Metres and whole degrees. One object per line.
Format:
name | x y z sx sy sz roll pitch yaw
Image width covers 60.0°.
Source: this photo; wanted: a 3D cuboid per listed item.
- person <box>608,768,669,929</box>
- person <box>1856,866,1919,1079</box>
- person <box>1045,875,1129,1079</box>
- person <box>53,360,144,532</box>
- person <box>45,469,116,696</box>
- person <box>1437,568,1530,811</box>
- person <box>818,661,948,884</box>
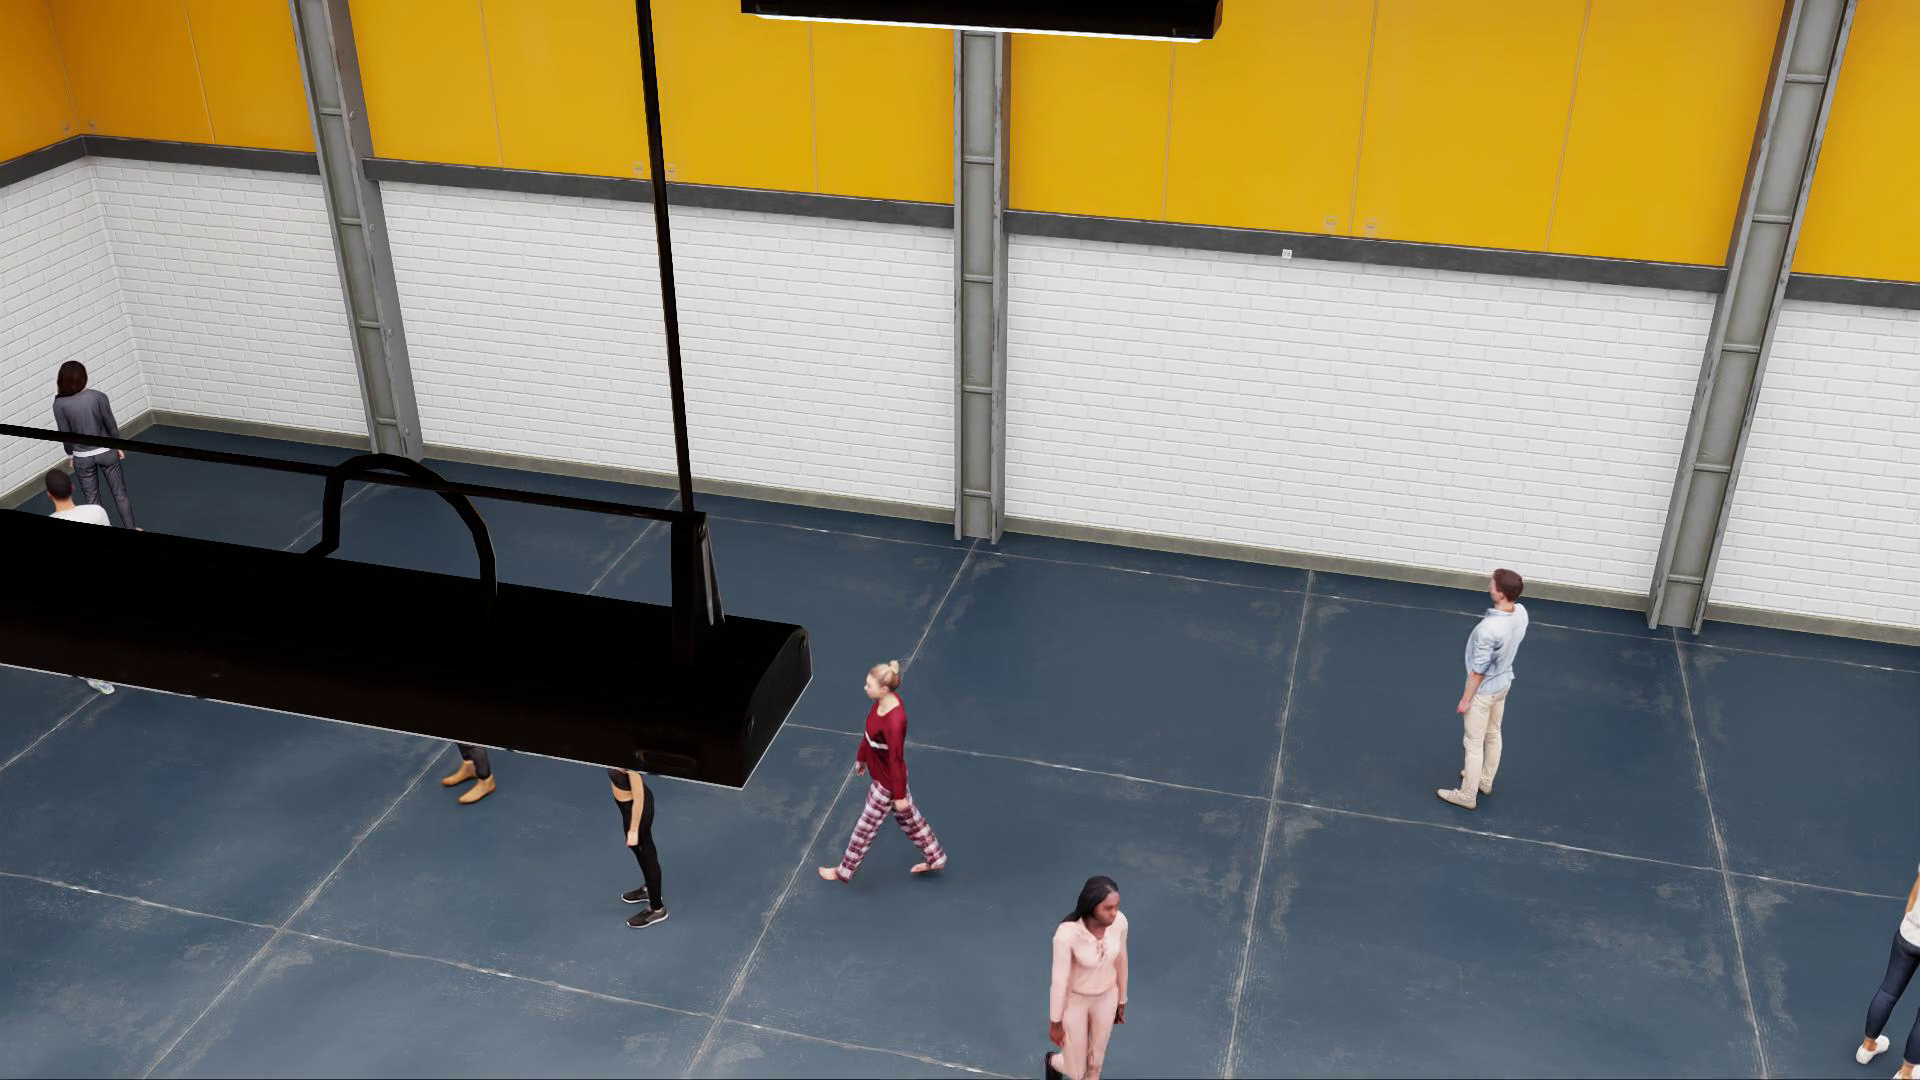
person | -2.017 1.689 10.401 0.649 1.639 0.638 -7 29 -13
person | 5.352 2.260 9.175 0.713 1.809 0.641 -18 33 -30
person | 0.633 2.454 8.926 0.841 1.707 0.899 -14 32 -24
person | -7.689 -0.772 14.775 0.687 1.770 0.752 -15 32 -25
person | -6.657 0.317 12.693 0.764 1.852 0.750 -25 37 -38
person | 3.630 1.011 11.424 0.732 1.848 0.742 -24 36 -36
person | -0.387 1.522 10.694 1.180 1.652 0.929 -4 29 -7
